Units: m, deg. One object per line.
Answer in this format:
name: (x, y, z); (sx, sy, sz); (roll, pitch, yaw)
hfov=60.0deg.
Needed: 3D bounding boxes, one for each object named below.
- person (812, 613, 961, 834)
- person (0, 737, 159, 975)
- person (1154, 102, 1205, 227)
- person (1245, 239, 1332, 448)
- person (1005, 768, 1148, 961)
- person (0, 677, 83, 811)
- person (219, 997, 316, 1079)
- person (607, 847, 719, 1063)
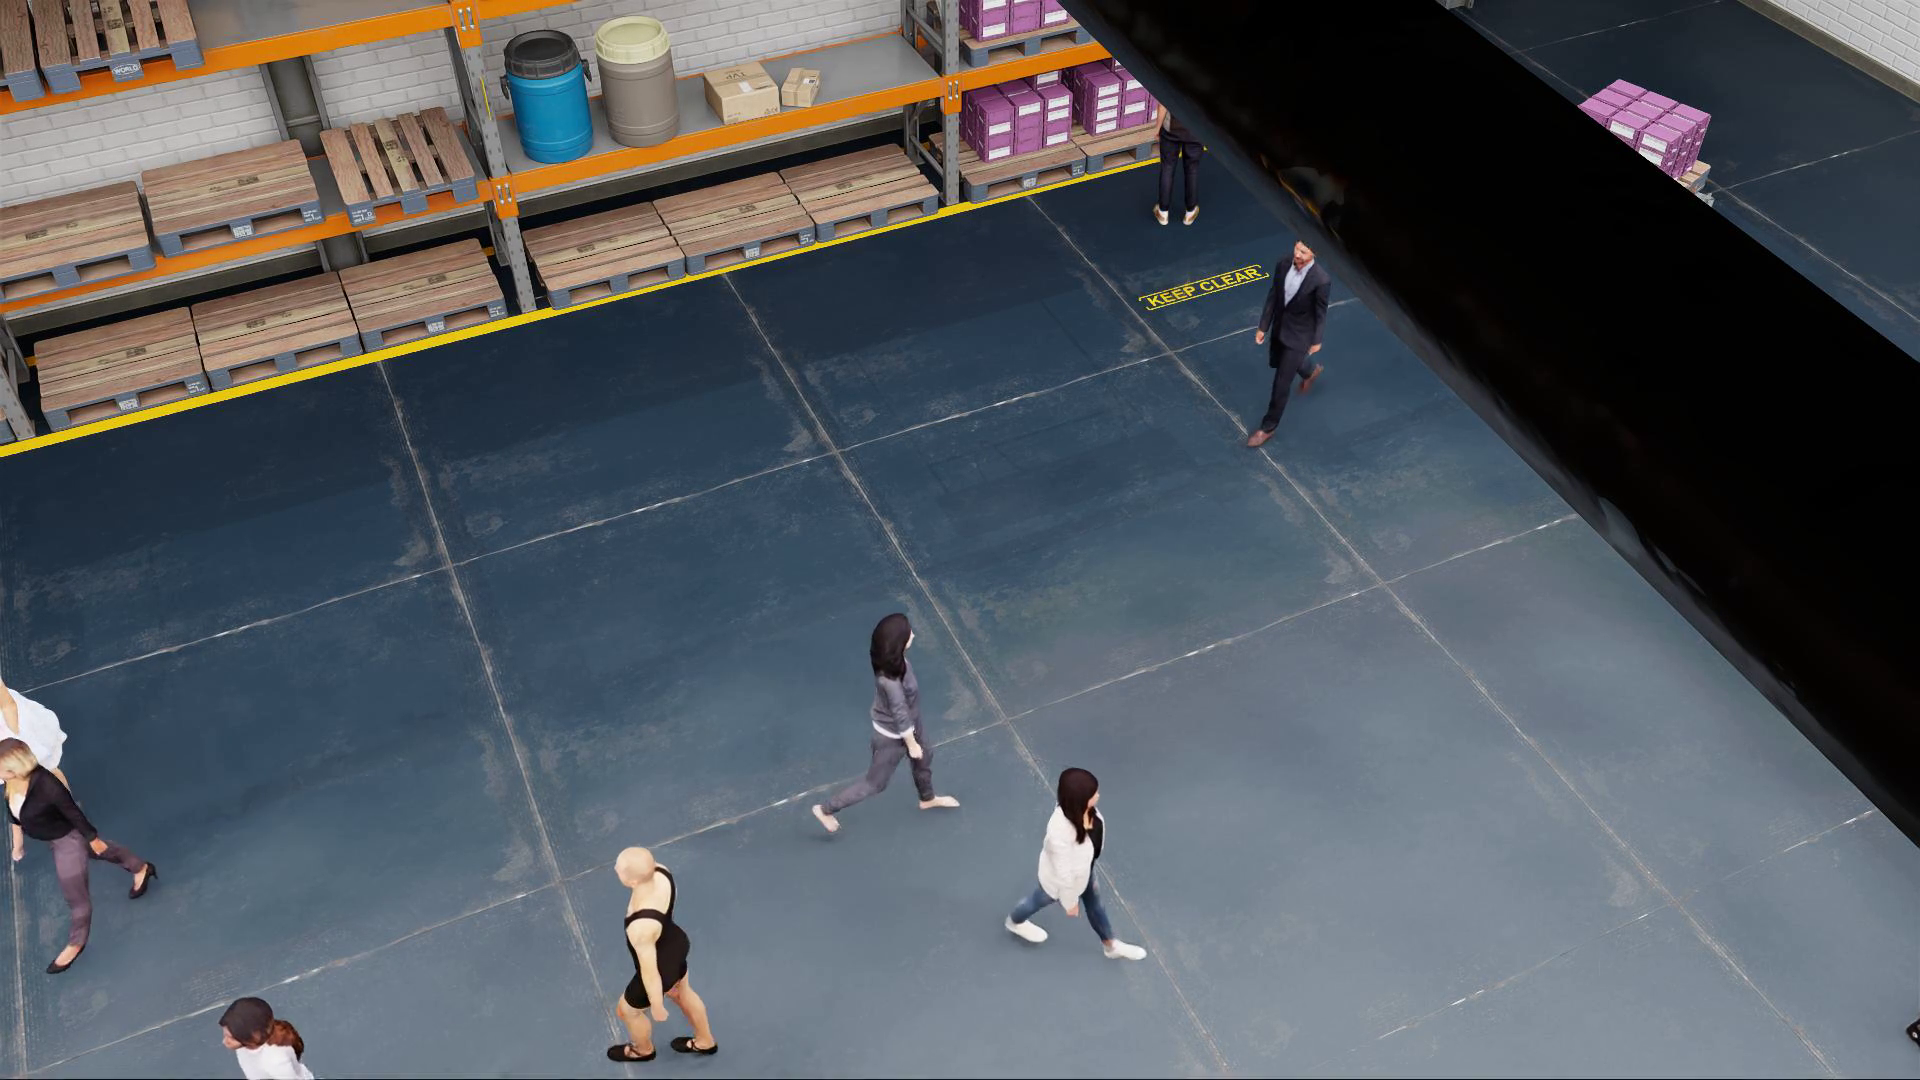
person: (-0.473, 1.130, 9.766); (1.201, 1.728, 0.842); (-4, 44, -4)
person: (-4.935, 1.603, 9.342); (0.933, 1.627, 1.110); (22, 48, 22)
person: (1.967, -3.651, 14.666); (0.664, 1.892, 0.792); (4, 44, 4)
person: (2.549, -1.594, 12.548); (1.200, 1.835, 0.809); (-31, 51, -28)
person: (0.517, 1.787, 9.172); (1.135, 1.595, 1.086); (15, 46, 15)
person: (-5.597, 1.092, 9.739); (0.857, 1.818, 0.910); (19, 47, 19)
person: (-3.194, 2.695, 8.156); (1.204, 1.683, 0.845); (-33, 52, -29)
person: (-1.463, 2.195, 8.600); (0.981, 1.794, 0.902); (4, 44, 4)
